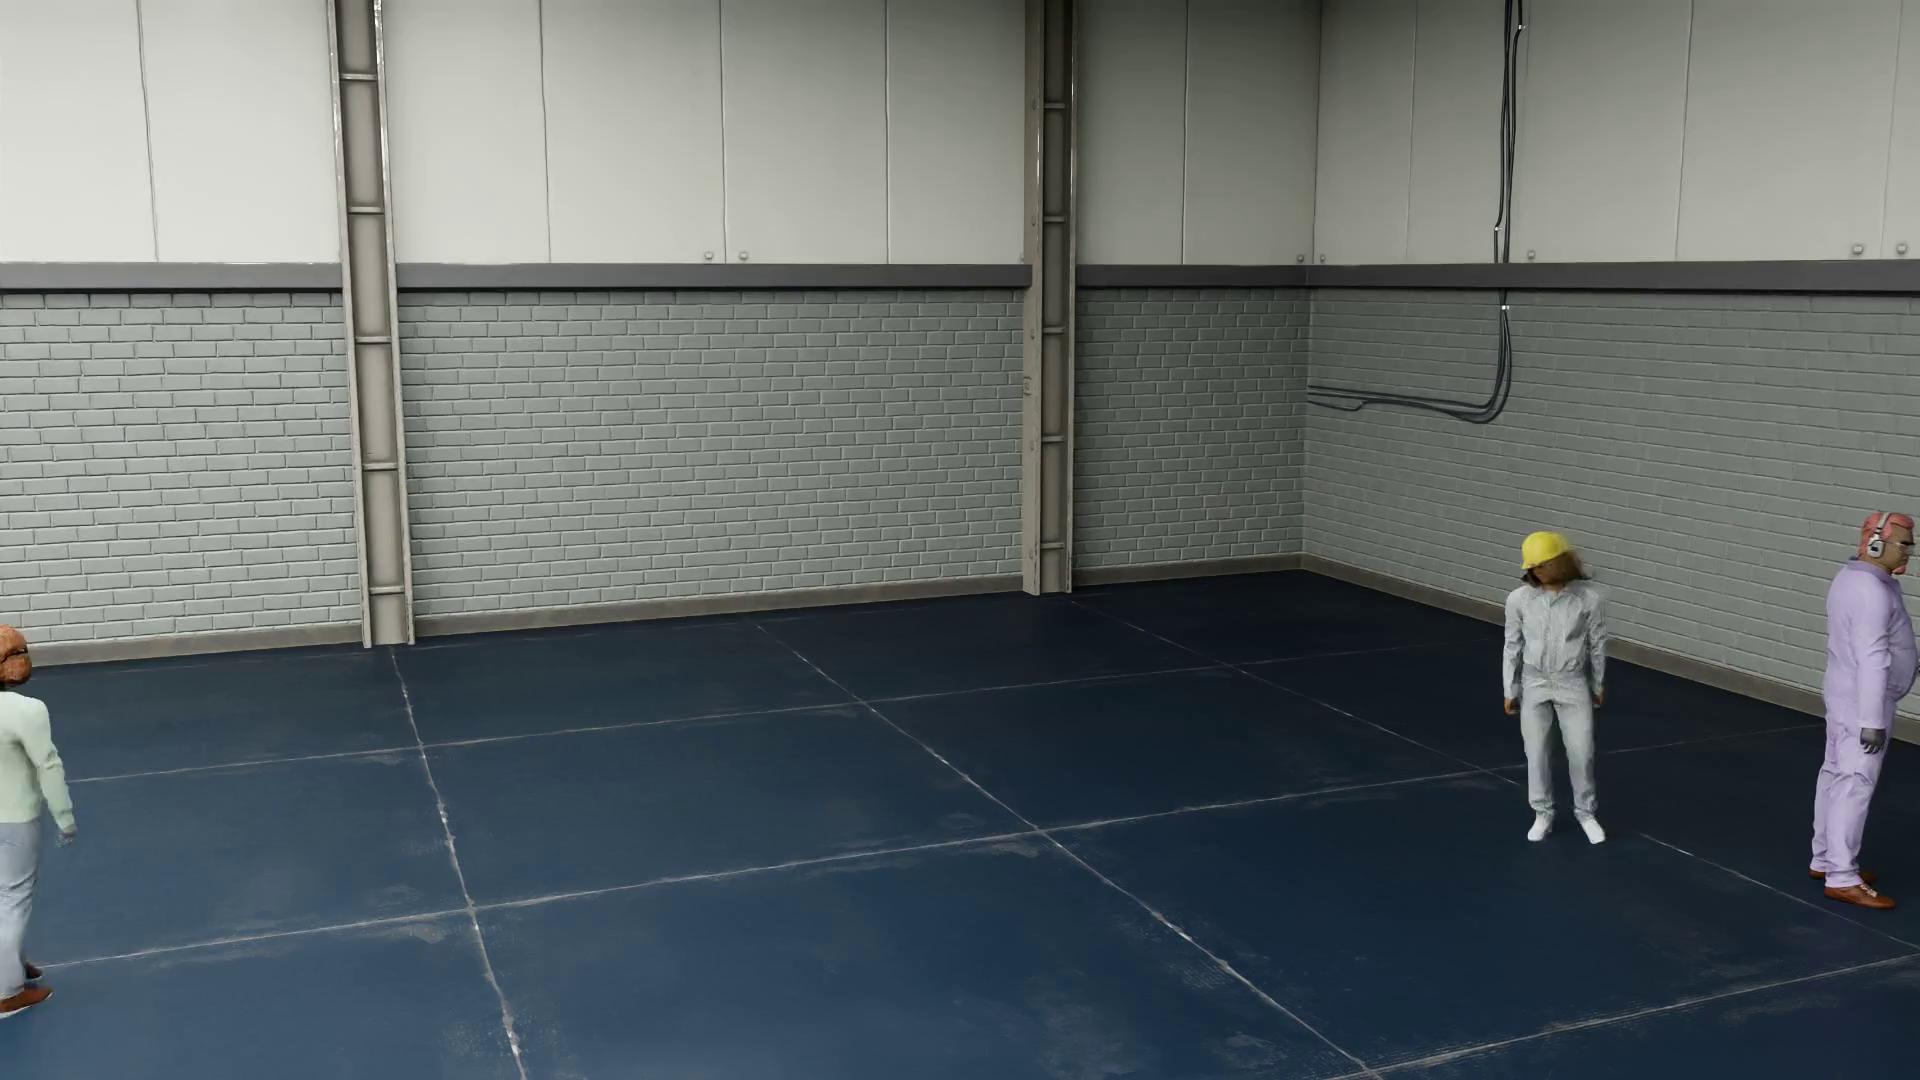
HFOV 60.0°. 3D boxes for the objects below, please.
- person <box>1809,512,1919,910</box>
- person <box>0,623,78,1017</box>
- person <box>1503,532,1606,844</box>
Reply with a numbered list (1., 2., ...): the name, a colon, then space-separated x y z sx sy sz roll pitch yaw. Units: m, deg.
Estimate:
1. person: 4.413 0.808 8.082 0.399 1.903 0.644 3 10 18
2. person: -3.910 1.138 6.902 0.518 1.616 0.512 2 9 15
3. person: 3.144 0.787 8.824 0.519 1.701 0.449 3 10 20
